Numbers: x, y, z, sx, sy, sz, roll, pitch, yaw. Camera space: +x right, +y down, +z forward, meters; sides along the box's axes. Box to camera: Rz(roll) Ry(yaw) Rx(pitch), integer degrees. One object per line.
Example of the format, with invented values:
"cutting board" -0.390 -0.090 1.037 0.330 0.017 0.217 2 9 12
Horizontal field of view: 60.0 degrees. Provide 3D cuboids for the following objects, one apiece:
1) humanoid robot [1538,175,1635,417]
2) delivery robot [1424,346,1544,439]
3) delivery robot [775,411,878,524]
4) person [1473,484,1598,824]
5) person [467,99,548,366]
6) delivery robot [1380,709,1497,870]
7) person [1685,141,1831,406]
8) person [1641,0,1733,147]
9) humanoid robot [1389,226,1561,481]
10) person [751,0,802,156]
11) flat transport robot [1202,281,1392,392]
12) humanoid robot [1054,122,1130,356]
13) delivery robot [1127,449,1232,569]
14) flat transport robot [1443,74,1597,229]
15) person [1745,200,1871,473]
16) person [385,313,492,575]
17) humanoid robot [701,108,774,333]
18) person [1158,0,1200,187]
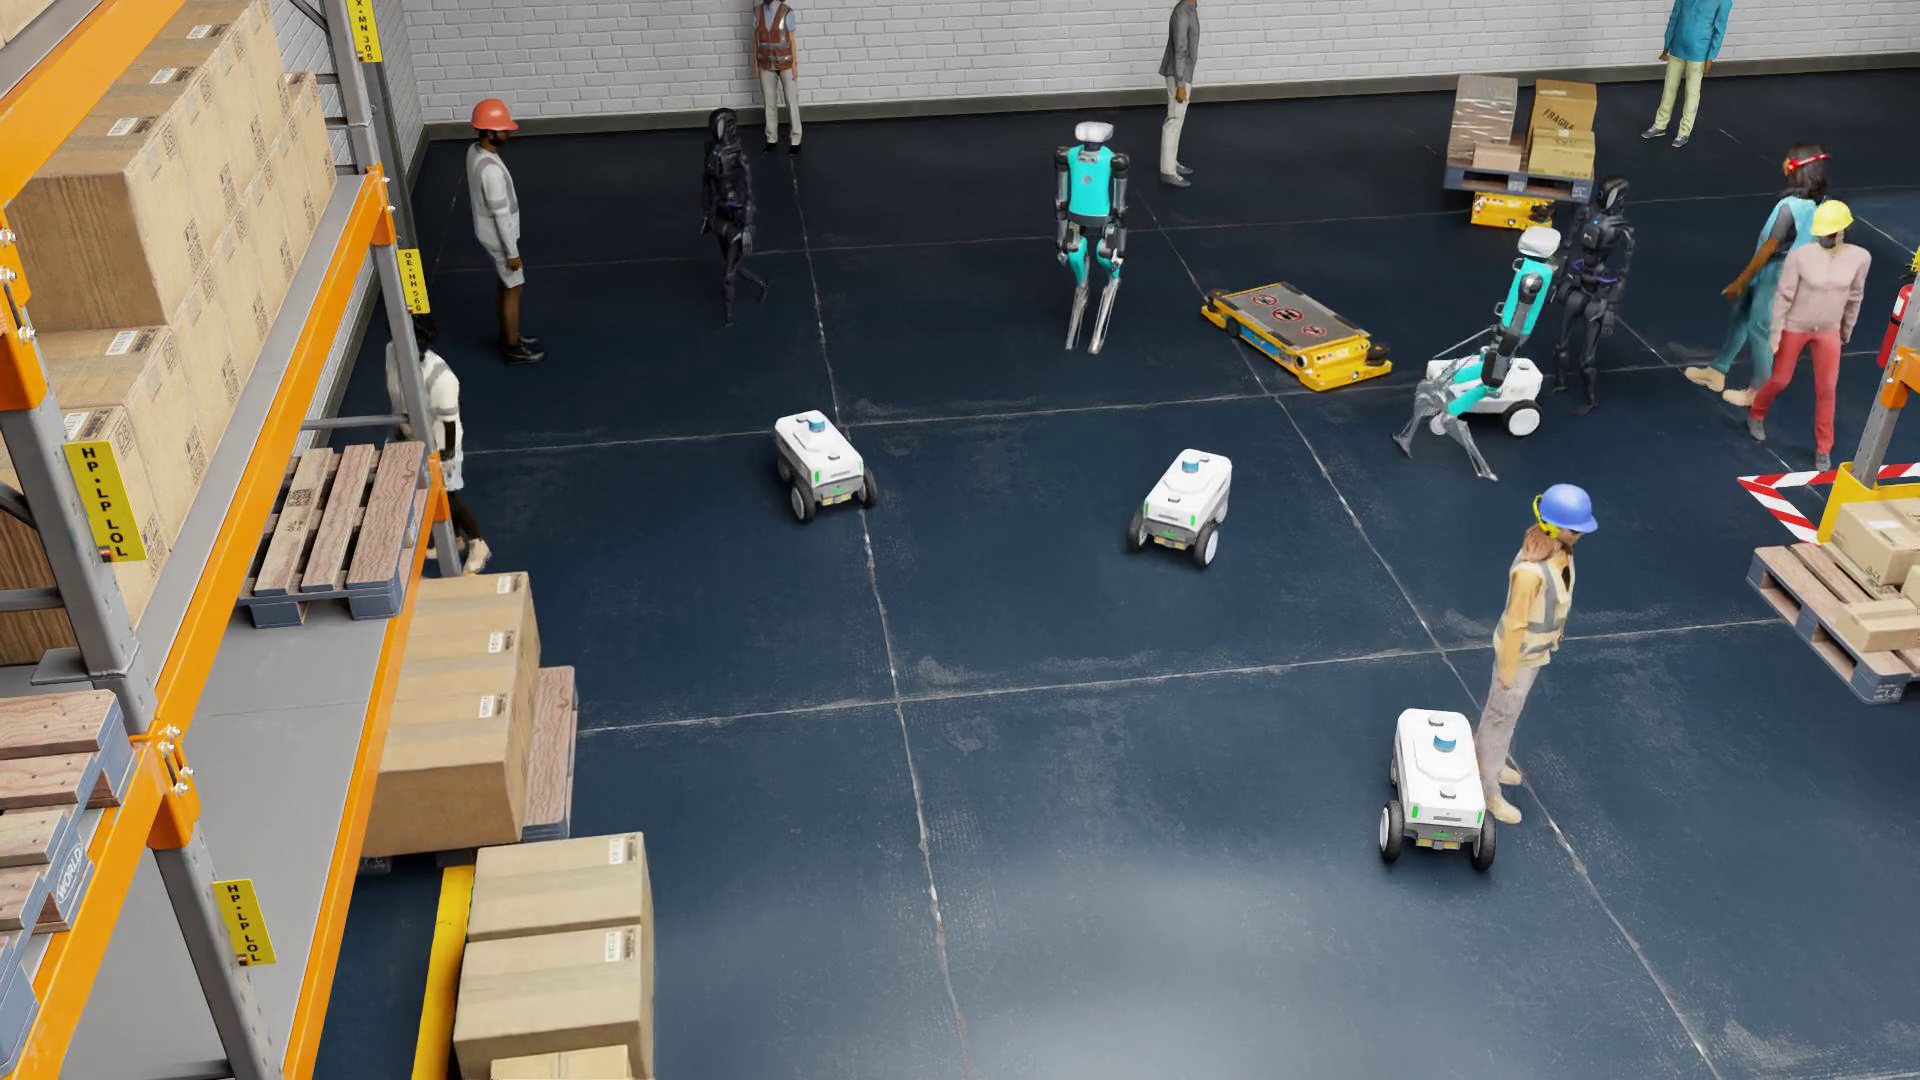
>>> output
"humanoid robot" 4.184 -1.651 11.094 0.330 1.639 0.585 -18 37 -25
"delivery robot" 3.511 -1.010 11.131 0.760 0.586 0.499 -2 33 -2
"delivery robot" -0.872 -0.497 10.336 0.499 0.577 0.757 -15 36 -22
"person" 2.635 0.502 7.713 0.373 1.775 0.480 23 39 30
"person" -3.176 -2.131 11.611 0.385 1.923 0.547 -15 36 -22
"delivery robot" 2.244 1.156 7.824 0.499 0.599 0.784 4 33 6
"person" 5.369 -1.771 11.126 0.626 1.841 0.585 22 39 29
"person" 6.794 -4.570 15.493 0.320 1.755 0.565 -22 39 -30
"humanoid robot" 3.120 -1.191 10.355 0.984 1.756 0.555 23 40 31
"person" -1.688 -4.363 15.245 0.425 1.679 0.320 8 34 12
"flat transport robot" 2.447 -1.520 12.182 0.659 0.231 1.431 -16 36 -23
"humanoid robot" 0.978 -2.133 11.792 0.533 1.818 0.672 12 35 18
"delivery robot" 1.361 -0.235 9.945 0.499 0.587 0.766 15 36 22
"flat transport robot" 4.843 -3.071 14.558 0.659 0.231 1.431 9 34 14
"person" 5.414 -1.329 10.573 0.558 1.716 0.629 3 33 5
"person" -2.997 -0.572 9.456 0.557 1.677 0.338 27 42 35
"humanoid robot" -1.644 -2.383 12.251 0.593 1.640 0.734 28 43 36
"person" 1.928 -4.077 14.610 0.377 1.896 0.542 6 34 10
